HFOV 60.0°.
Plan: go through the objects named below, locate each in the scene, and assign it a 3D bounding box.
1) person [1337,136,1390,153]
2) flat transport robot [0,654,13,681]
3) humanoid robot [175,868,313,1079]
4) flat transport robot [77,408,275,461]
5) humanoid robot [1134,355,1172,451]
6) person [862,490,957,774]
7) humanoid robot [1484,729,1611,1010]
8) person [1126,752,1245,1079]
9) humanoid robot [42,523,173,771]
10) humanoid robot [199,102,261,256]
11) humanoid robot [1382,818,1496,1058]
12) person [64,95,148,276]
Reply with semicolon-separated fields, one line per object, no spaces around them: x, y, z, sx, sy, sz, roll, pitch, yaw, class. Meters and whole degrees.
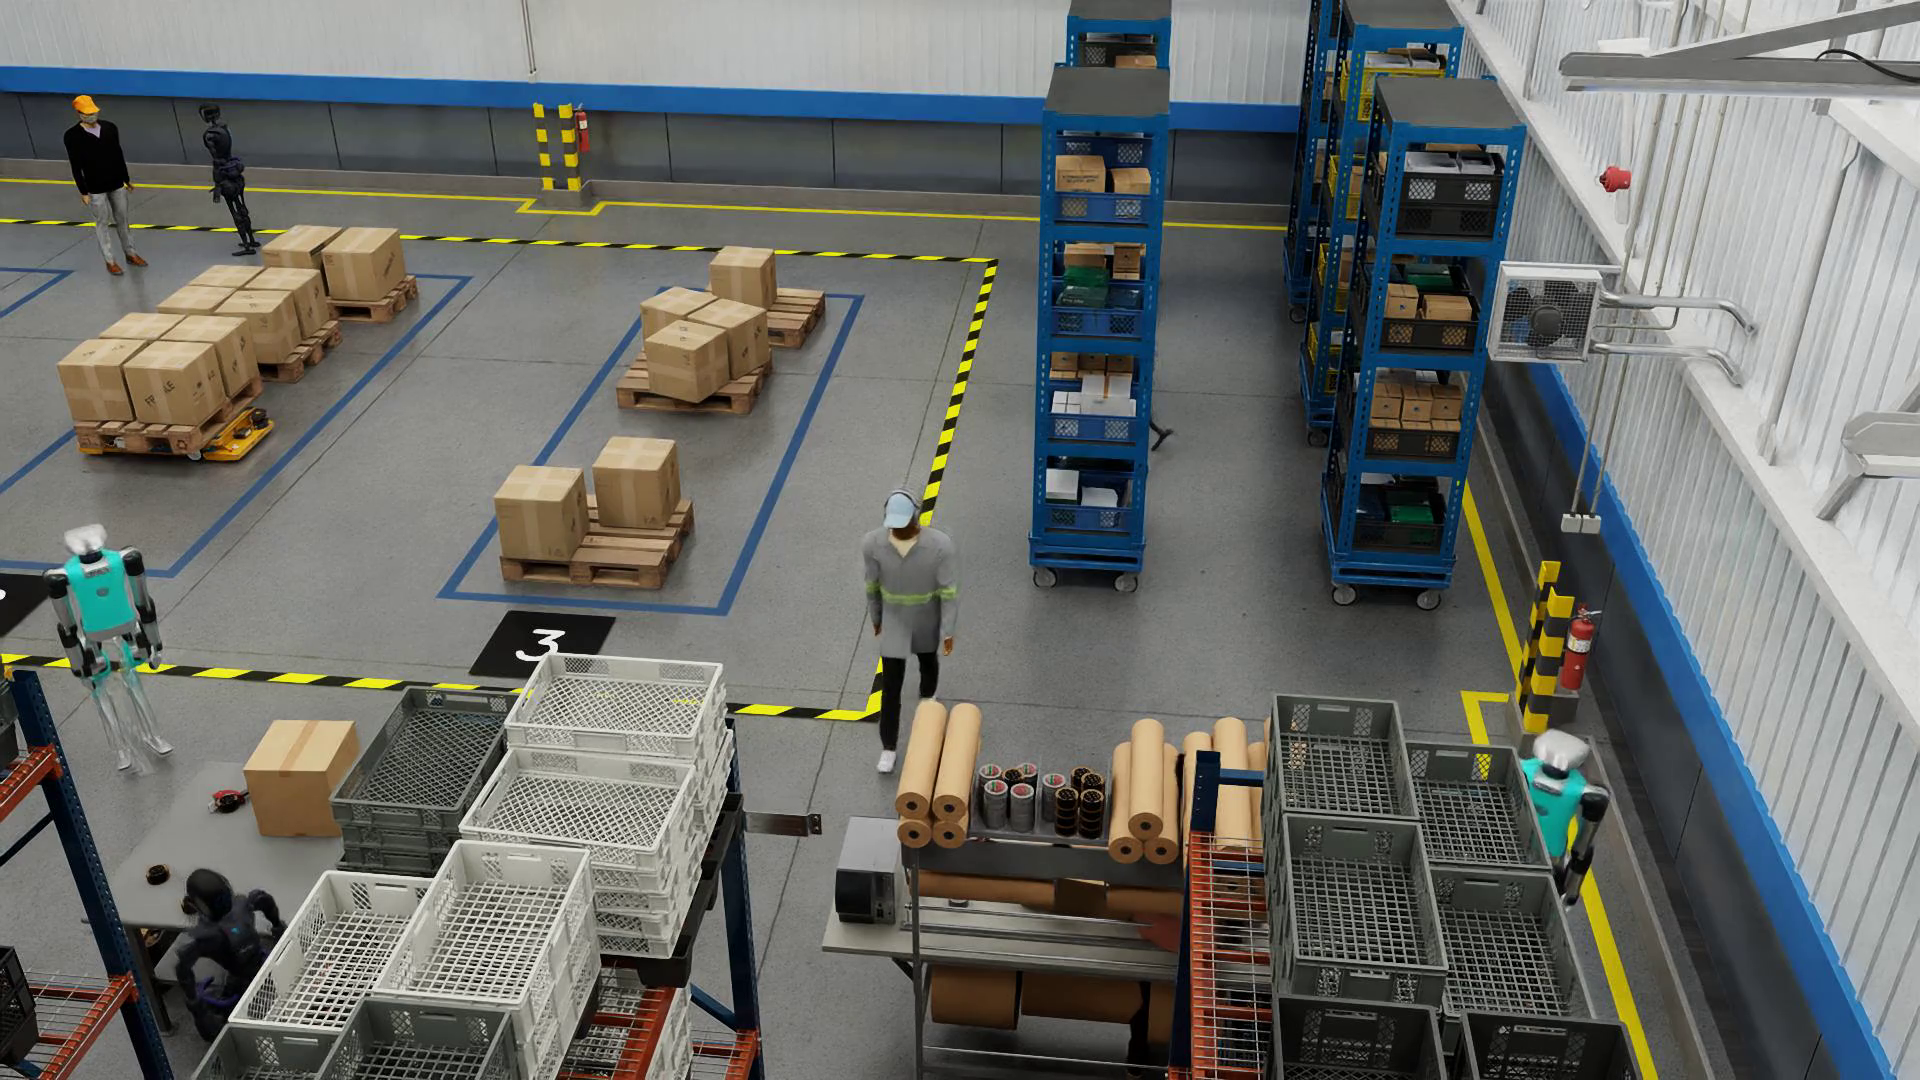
4.186;-3.630;17.301;0.661;1.904;0.378;7;31;12;person
-7.142;0.969;11.010;1.431;0.231;0.659;3;30;6;flat transport robot
-3.296;2.112;7.685;0.547;1.656;0.612;15;33;24;humanoid robot
-6.728;-0.944;14.268;1.431;0.197;0.652;3;30;6;flat transport robot
1.479;-1.425;13.743;0.675;1.635;0.589;-4;31;-8;humanoid robot
-0.310;0.510;10.271;0.597;1.822;0.811;3;30;4;person
2.967;1.606;8.480;0.567;1.774;0.888;18;35;28;humanoid robot
1.054;1.822;7.866;0.598;1.956;0.364;13;32;20;person
-5.173;0.578;10.088;0.533;1.677;0.735;-21;36;-32;humanoid robot
-7.919;-3.908;17.973;0.315;1.655;0.599;-2;30;-4;humanoid robot
2.263;1.984;7.868;0.598;1.652;0.330;3;30;6;humanoid robot
-8.987;-3.739;17.490;0.379;1.883;0.590;18;35;28;person
